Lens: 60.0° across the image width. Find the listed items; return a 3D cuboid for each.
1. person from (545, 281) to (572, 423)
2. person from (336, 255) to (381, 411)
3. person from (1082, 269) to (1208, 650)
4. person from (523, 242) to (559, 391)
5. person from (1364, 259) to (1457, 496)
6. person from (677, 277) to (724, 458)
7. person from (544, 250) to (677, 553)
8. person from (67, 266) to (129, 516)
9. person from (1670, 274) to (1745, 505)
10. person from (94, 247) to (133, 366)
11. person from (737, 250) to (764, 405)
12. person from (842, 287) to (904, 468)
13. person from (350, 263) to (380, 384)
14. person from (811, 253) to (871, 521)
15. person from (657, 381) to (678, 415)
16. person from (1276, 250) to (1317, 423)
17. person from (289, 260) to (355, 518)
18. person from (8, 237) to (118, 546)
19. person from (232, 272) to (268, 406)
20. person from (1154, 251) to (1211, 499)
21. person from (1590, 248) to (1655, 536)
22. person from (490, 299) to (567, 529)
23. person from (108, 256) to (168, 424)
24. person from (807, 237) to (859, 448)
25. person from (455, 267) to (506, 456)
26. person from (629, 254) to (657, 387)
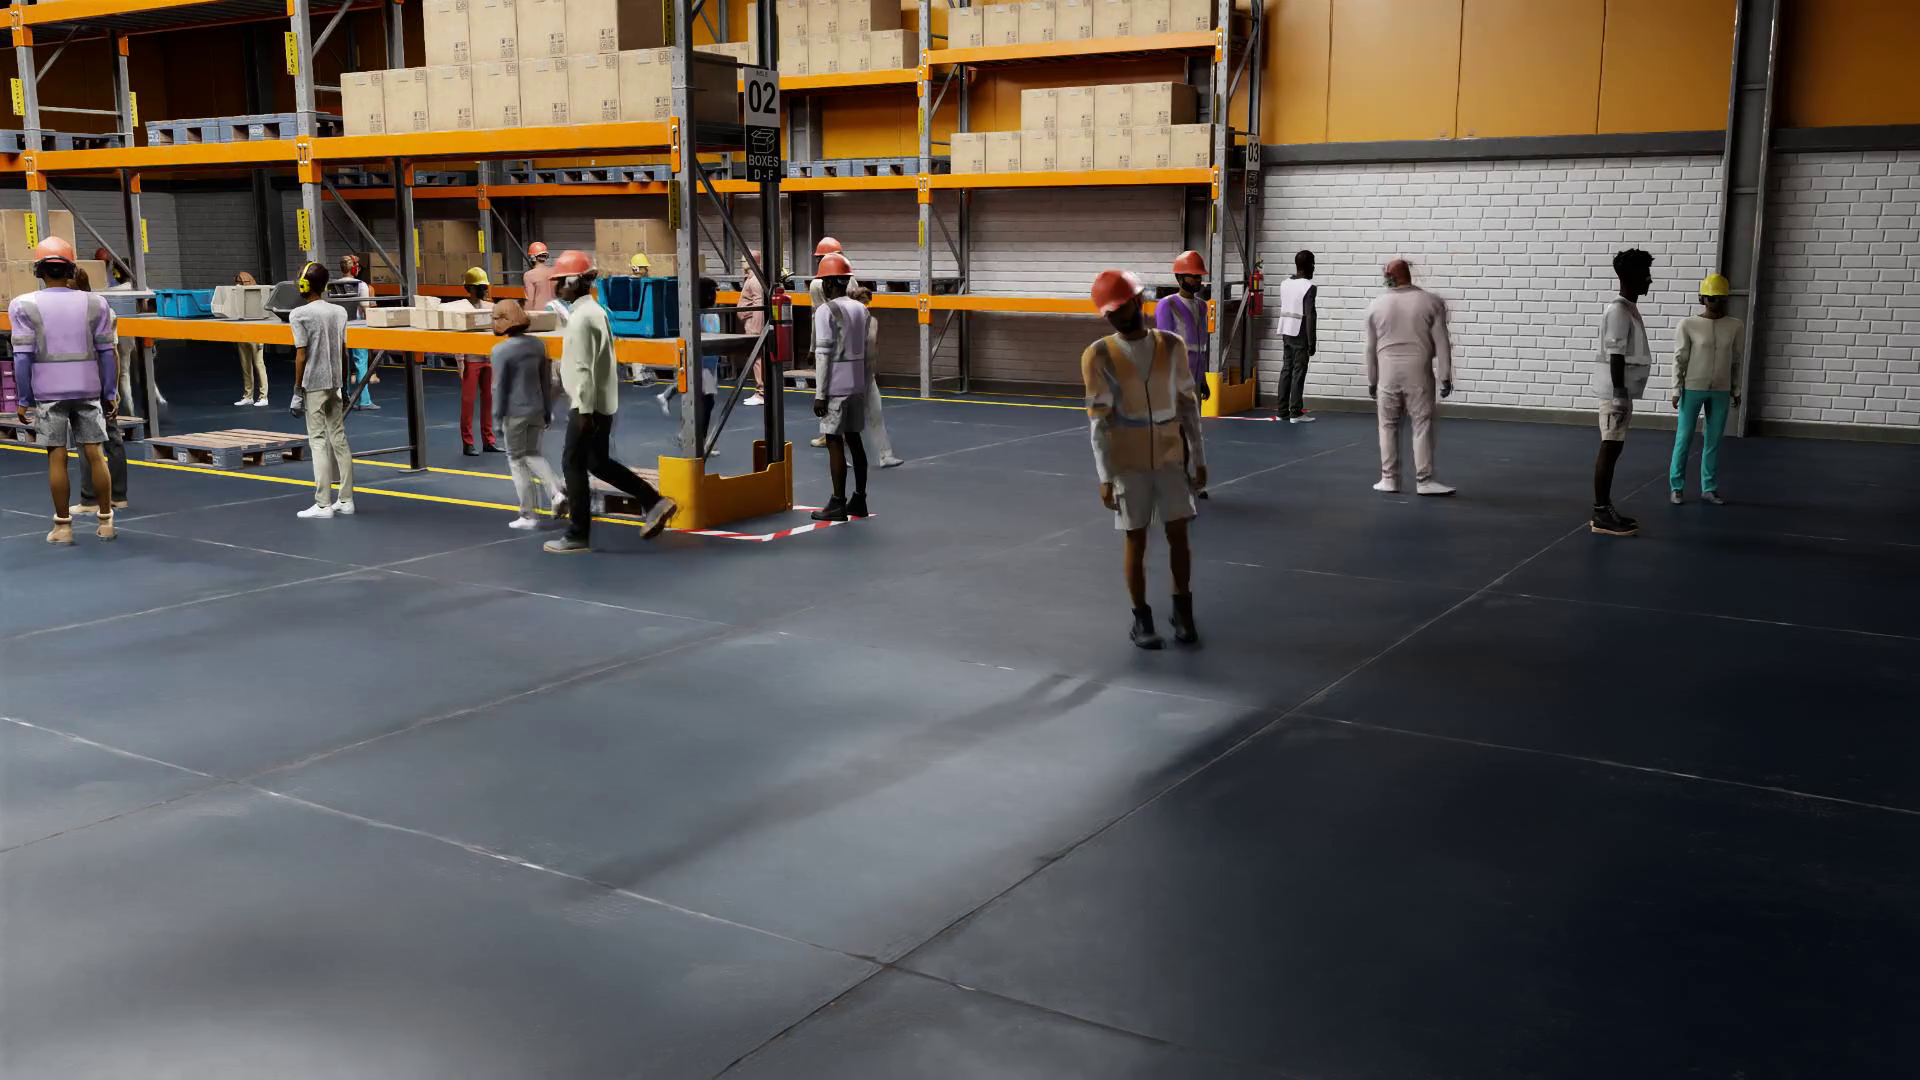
[{"bbox_3d":[-4.372,-2.088,18.350,0.394,1.625,0.525,5,12,28],"label":"person"},{"bbox_3d":[-7.207,-2.444,19.712,0.570,1.845,0.380,3,11,18],"label":"person"},{"bbox_3d":[0.904,-0.376,8.159,0.654,1.882,0.423,-2,10,-9],"label":"person"},{"bbox_3d":[-5.565,-2.956,22.135,0.376,1.995,0.612,6,12,31],"label":"person"},{"bbox_3d":[3.631,-1.295,13.294,0.804,1.871,0.428,5,11,26],"label":"person"},{"bbox_3d":[-2.365,-1.592,15.414,0.368,1.681,0.546,4,11,21],"label":"person"},{"bbox_3d":[-2.297,-0.889,10.782,0.773,1.962,0.654,0,10,-2],"label":"person"},{"bbox_3d":[-6.415,-1.091,12.237,0.344,1.840,0.504,5,11,25],"label":"person"},{"bbox_3d":[5.713,-1.141,12.716,0.534,1.767,0.319,0,10,0],"label":"person"},{"bbox_3d":[-13.838,-3.771,26.904,0.926,1.909,0.542,3,11,14],"label":"person"},{"bbox_3d":[-2.538,-2.606,20.449,0.403,1.904,0.652,-1,10,-5],"label":"person"},{"bbox_3d":[-0.855,-1.412,14.660,0.804,1.599,0.545,10,14,43],"label":"person"},{"bbox_3d":[-8.485,-3.049,23.484,0.532,1.696,0.319,-1,10,-5],"label":"person"},{"bbox_3d":[-0.883,-1.101,12.050,0.387,1.932,0.545,7,12,32],"label":"person"},{"bbox_3d":[-3.122,-2.132,18.626,0.601,1.614,0.514,3,11,17],"label":"person"},{"bbox_3d":[3.747,-2.252,18.487,0.393,1.913,0.592,-4,11,-23],"label":"person"},{"bbox_3d":[-4.676,-1.092,12.145,0.327,1.876,0.516,5,11,25],"label":"person"},{"bbox_3d":[-5.947,-0.982,11.064,0.615,2.041,0.386,-9,13,-40],"label":"person"},{"bbox_3d":[-8.697,-2.451,20.340,0.499,1.633,0.286,4,11,22],"label":"person"},{"bbox_3d":[1.749,-1.264,12.914,0.542,1.939,0.364,-9,14,-42],"label":"person"},{"bbox_3d":[4.579,-1.027,11.522,0.367,1.967,0.600,4,11,23],"label":"person"},{"bbox_3d":[-3.042,-0.867,11.585,0.393,1.615,0.521,6,12,29],"label":"person"},{"bbox_3d":[-8.867,-2.105,17.842,0.601,1.855,0.521,6,12,31],"label":"person"},{"bbox_3d":[-1.261,-1.916,16.238,0.378,2.045,0.605,8,13,38],"label":"person"},{"bbox_3d":[-4.527,-1.680,15.702,0.317,1.767,0.534,7,12,34],"label":"person"},{"bbox_3d":[-4.400,-3.027,22.976,0.404,1.833,0.588,1,10,3],"label":"person"}]
